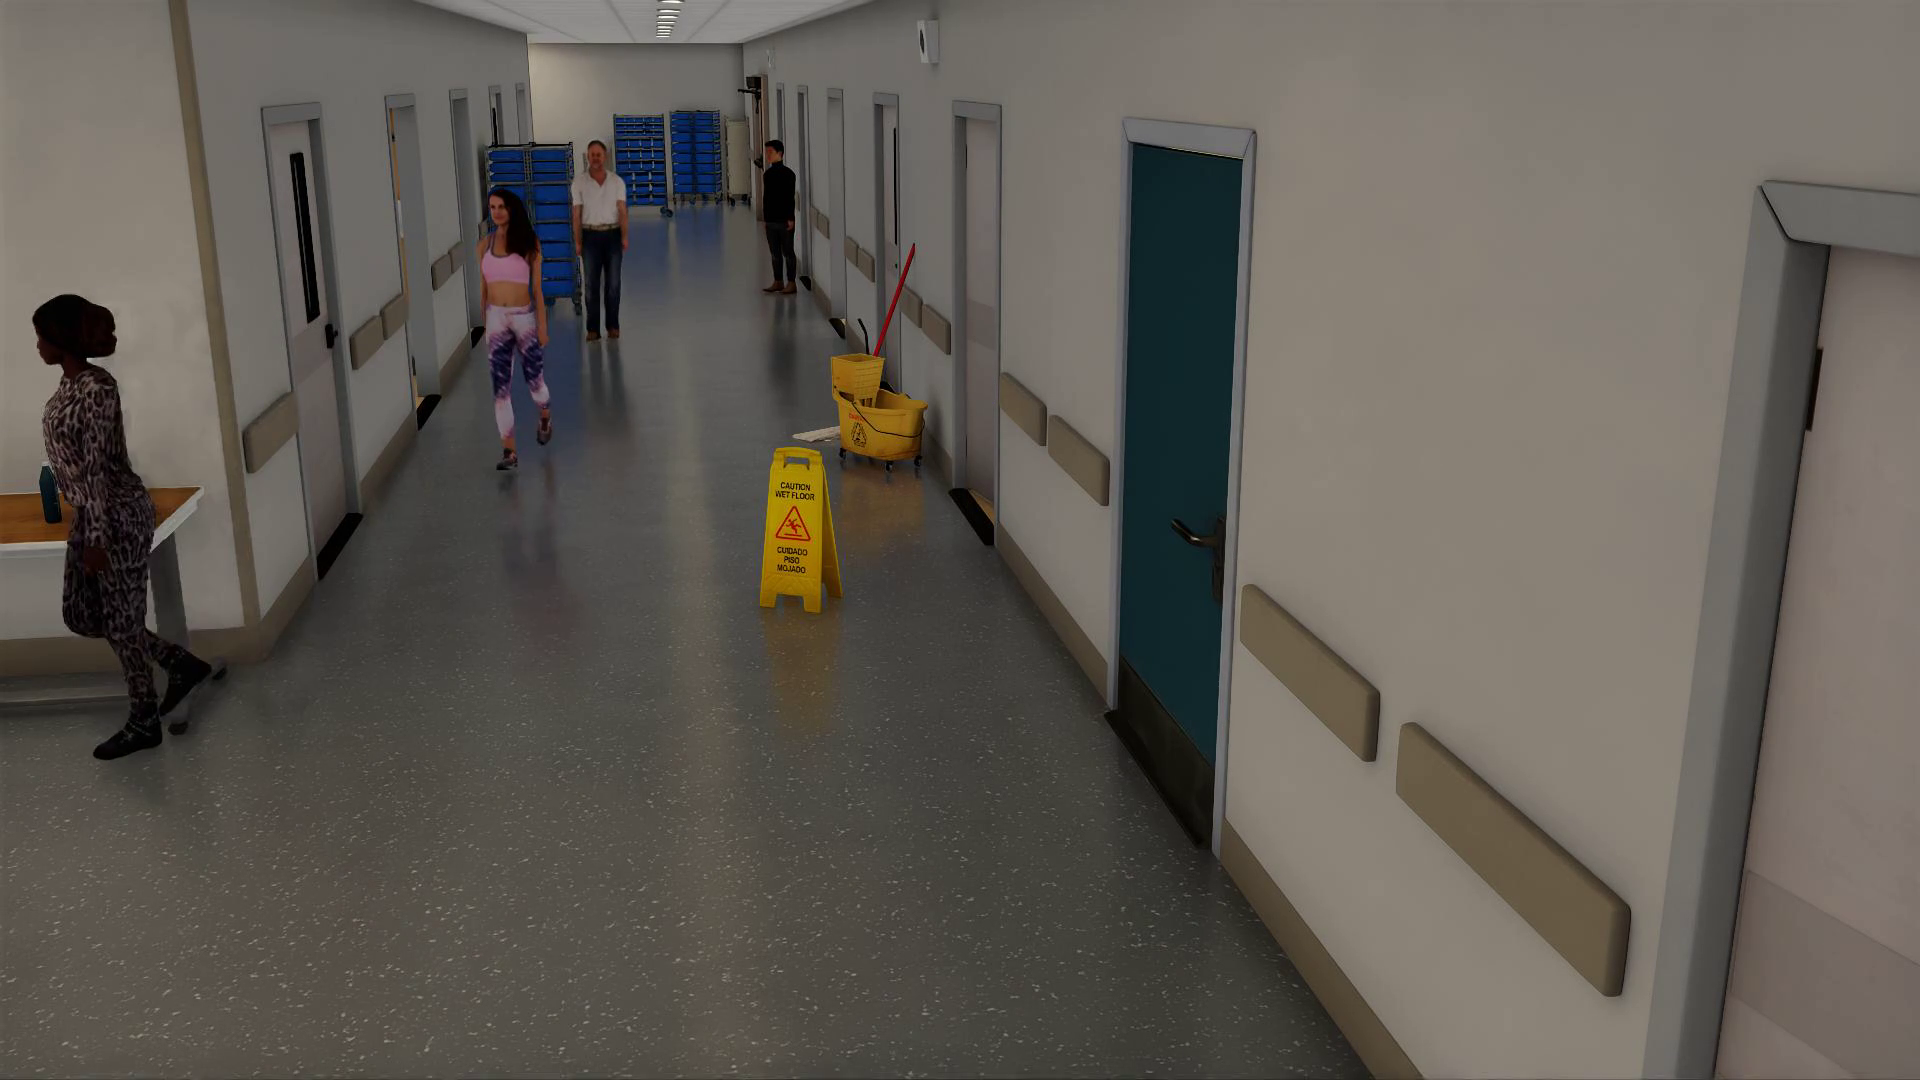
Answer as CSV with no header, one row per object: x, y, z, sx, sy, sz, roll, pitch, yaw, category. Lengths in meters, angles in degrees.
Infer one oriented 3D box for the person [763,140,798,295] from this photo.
-2.058,-3.700,19.038,0.696,1.722,0.775,13,20,38,person

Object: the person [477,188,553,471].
-2.835,-1.353,10.686,0.721,1.737,1.178,0,16,0,person

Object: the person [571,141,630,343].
-3.379,-2.842,15.760,0.680,1.848,0.781,-2,16,-7,person

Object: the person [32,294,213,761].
-3.054,-0.054,6.141,0.802,1.702,0.852,13,20,38,person
